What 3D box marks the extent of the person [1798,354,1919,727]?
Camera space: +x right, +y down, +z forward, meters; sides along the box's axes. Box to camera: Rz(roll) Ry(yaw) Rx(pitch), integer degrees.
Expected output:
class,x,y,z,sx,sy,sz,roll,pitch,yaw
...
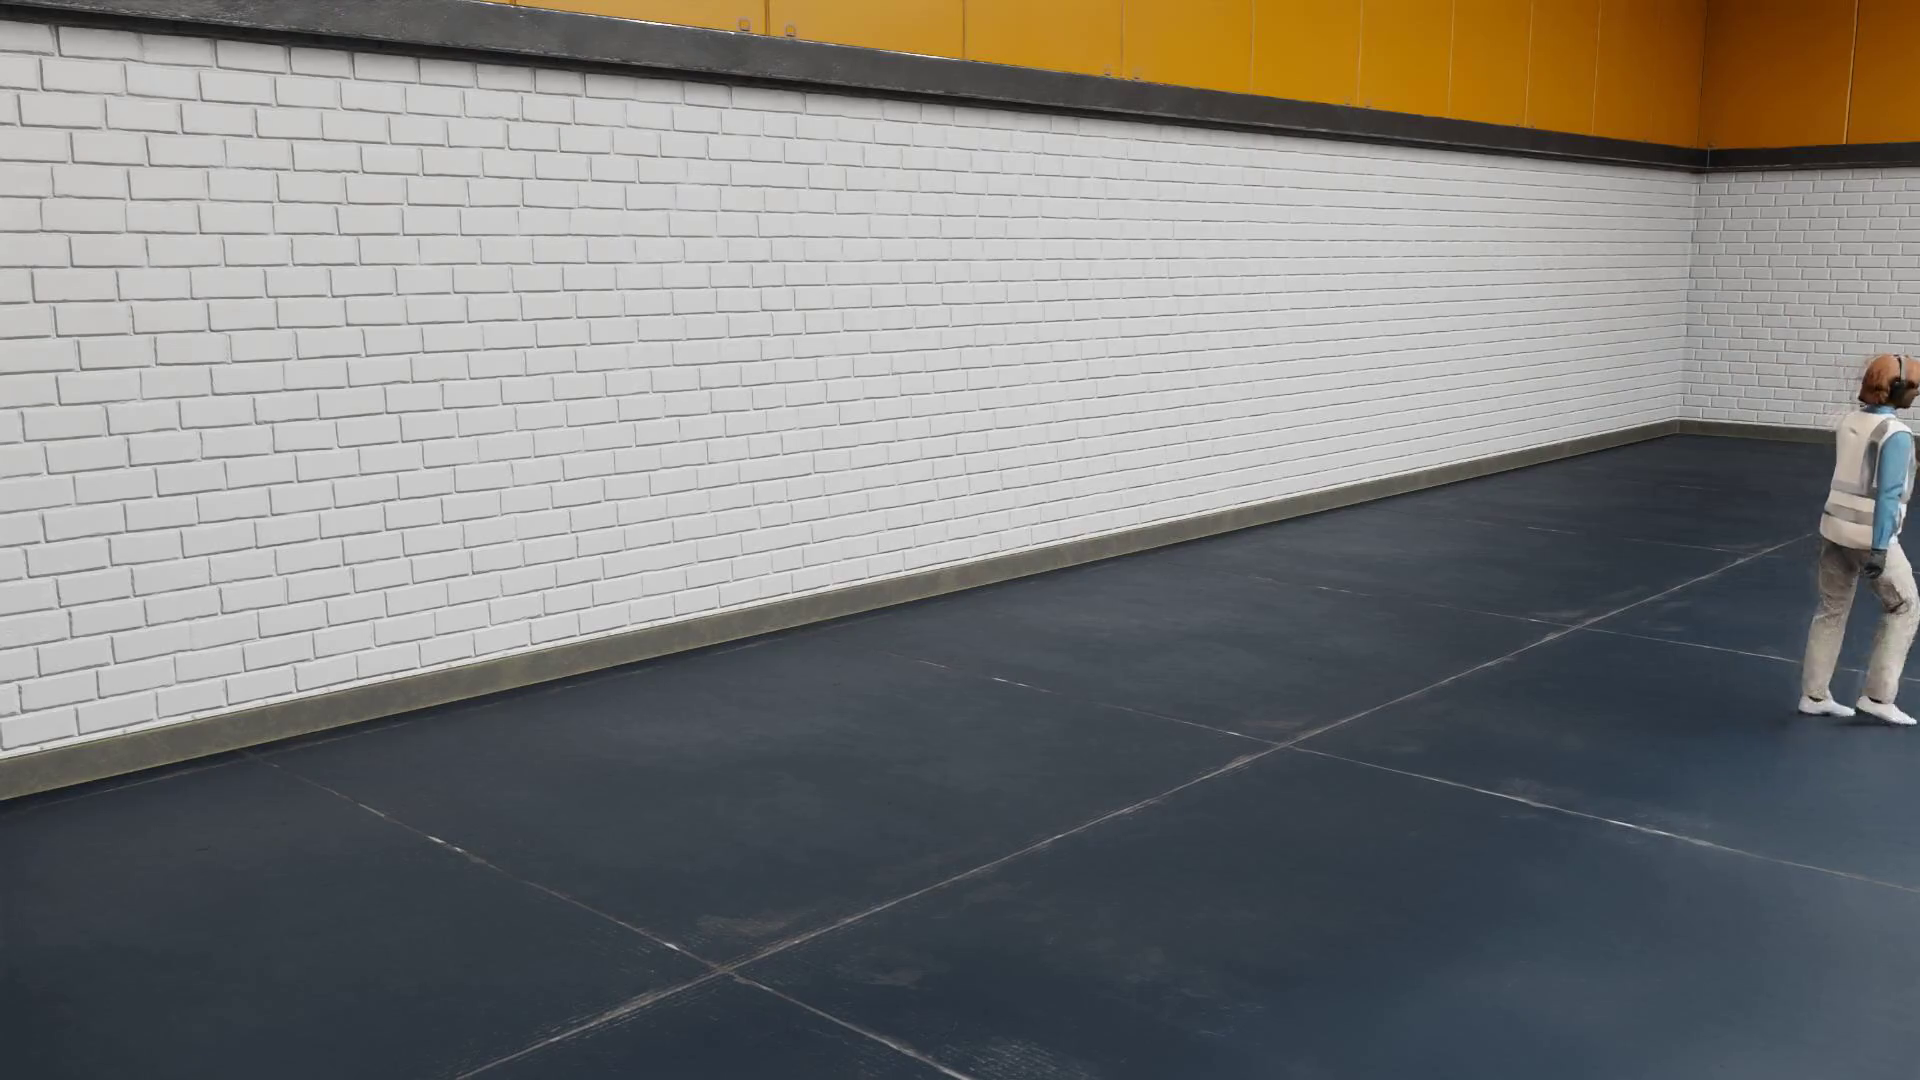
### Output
class,x,y,z,sx,sy,sz,roll,pitch,yaw
person,3.990,0.006,7.235,0.559,1.618,0.534,0,10,-1
